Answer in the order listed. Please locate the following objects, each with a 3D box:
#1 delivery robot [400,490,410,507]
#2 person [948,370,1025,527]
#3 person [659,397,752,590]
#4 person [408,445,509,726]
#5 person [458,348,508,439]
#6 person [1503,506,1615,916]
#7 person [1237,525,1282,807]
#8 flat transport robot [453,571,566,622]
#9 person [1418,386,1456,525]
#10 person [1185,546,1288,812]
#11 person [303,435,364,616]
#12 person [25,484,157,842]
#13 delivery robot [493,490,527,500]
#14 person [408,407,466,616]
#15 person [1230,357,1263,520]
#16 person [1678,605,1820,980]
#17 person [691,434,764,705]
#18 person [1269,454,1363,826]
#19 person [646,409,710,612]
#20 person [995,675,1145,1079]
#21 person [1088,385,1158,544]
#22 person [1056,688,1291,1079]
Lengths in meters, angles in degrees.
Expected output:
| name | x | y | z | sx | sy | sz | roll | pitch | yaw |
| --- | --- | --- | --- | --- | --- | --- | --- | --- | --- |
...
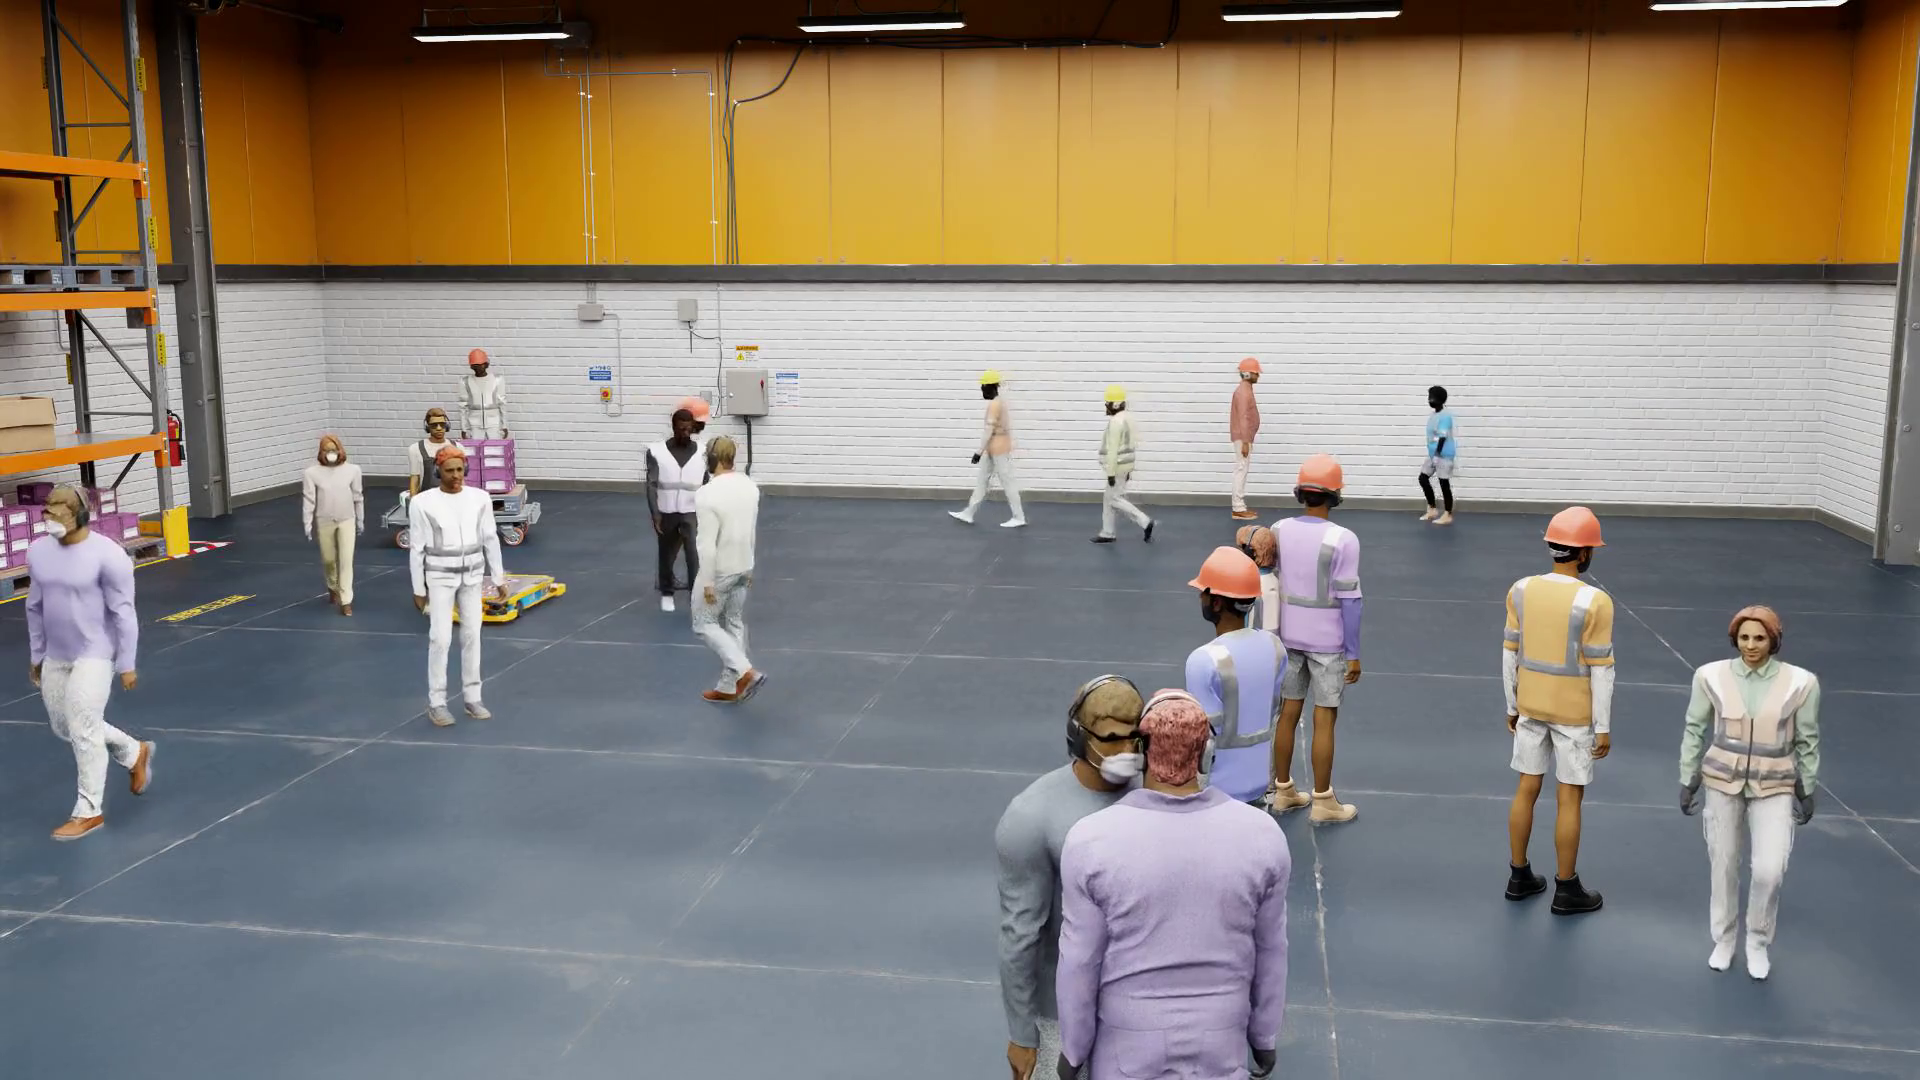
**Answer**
| name | x | y | z | sx | sy | sz | roll | pitch | yaw |
| --- | --- | --- | --- | --- | --- | --- | --- | --- | --- |
| delivery robot | -6.292 | -0.474 | 19.815 | 0.707 | 0.478 | 0.477 | -1 | 9 | -9 |
| person | 0.341 | -1.075 | 19.757 | 0.959 | 1.875 | 0.591 | 0 | 9 | 1 |
| person | -2.474 | -0.423 | 15.727 | 0.914 | 1.869 | 0.574 | 3 | 10 | 21 |
| person | -3.398 | 0.294 | 11.250 | 0.597 | 1.884 | 0.398 | -8 | 12 | -39 |
| person | -6.348 | -1.536 | 22.160 | 0.619 | 2.028 | 0.409 | -2 | 9 | -12 |
| person | 2.860 | 0.801 | 7.920 | 0.374 | 1.935 | 0.552 | -7 | 12 | -37 |
| person | 1.651 | 0.728 | 9.292 | 0.307 | 1.641 | 0.514 | 8 | 12 | 41 |
| flat transport robot | -4.124 | 0.499 | 14.944 | 0.652 | 0.197 | 1.431 | 1 | 9 | 8 |
| person | 5.709 | -1.008 | 19.926 | 0.488 | 1.676 | 0.549 | -1 | 9 | -7 |
| person | 1.073 | 0.986 | 6.756 | 0.545 | 1.943 | 0.348 | -9 | 13 | -44 |
| person | -5.618 | -0.162 | 14.935 | 0.510 | 1.601 | 0.800 | -4 | 10 | -21 |
| person | -4.733 | 0.623 | 9.096 | 0.634 | 1.917 | 0.740 | 3 | 10 | 18 |
| delivery robot | -5.564 | -0.494 | 19.940 | 0.707 | 0.478 | 0.477 | -5 | 10 | -26 |
| person | -4.610 | -0.254 | 14.752 | 0.504 | 1.847 | 0.345 | -6 | 11 | -33 |
| person | 3.518 | -1.252 | 20.477 | 0.389 | 1.994 | 0.617 | 2 | 9 | 9 |
| person | 3.363 | 1.084 | 7.125 | 0.538 | 1.622 | 0.438 | 5 | 11 | 30 |
| person | -1.588 | 0.228 | 11.520 | 0.530 | 1.923 | 0.632 | 6 | 11 | 33 |
| person | 1.962 | 0.545 | 9.168 | 0.369 | 2.044 | 0.615 | -8 | 12 | -39 |
| person | -2.460 | -0.228 | 14.587 | 0.592 | 1.852 | 1.066 | -3 | 10 | -17 |
| person | 0.382 | 1.318 | 4.714 | 0.635 | 1.936 | 0.353 | -6 | 11 | -34 |
| person | 1.806 | -0.811 | 18.352 | 0.739 | 1.808 | 0.591 | 3 | 10 | 18 |
| person | 0.572 | 1.351 | 4.603 | 0.646 | 1.907 | 0.401 | -1 | 9 | -7 |
